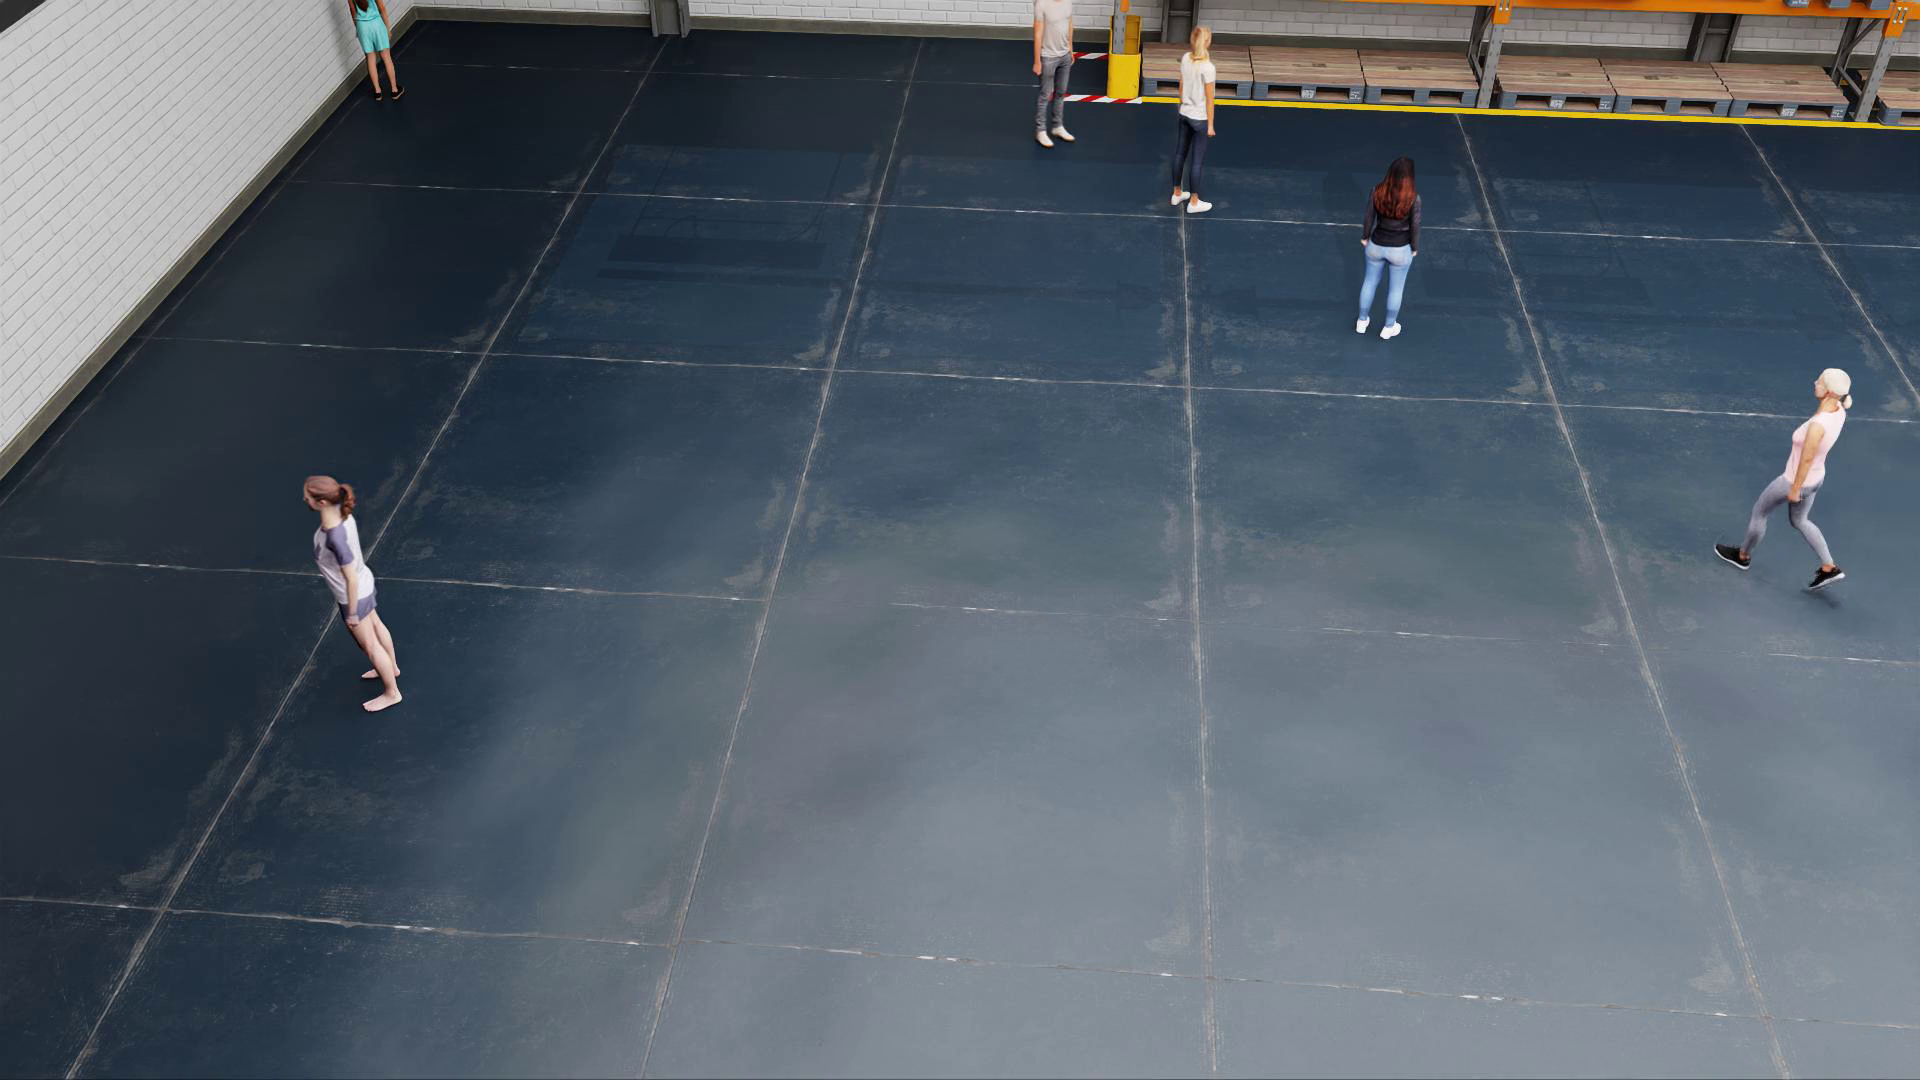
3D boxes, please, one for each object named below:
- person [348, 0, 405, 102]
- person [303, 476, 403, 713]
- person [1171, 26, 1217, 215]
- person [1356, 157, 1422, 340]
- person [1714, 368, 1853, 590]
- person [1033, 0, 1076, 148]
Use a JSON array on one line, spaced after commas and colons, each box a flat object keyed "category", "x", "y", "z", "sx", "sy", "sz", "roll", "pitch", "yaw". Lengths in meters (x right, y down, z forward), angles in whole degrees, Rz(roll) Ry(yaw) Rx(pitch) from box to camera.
[{"category": "person", "x": -6.340, "y": -5.520, "z": 17.913, "sx": 0.534, "sy": 1.558, "sz": 0.649, "roll": -4, "pitch": 39, "yaw": -5}, {"category": "person", "x": -3.806, "y": 0.316, "z": 10.439, "sx": 0.649, "sy": 1.766, "sz": 0.653, "roll": -9, "pitch": 40, "yaw": -11}, {"category": "person", "x": 2.226, "y": -3.999, "z": 15.808, "sx": 0.712, "sy": 1.808, "sz": 0.669, "roll": -24, "pitch": 45, "yaw": -27}, {"category": "person", "x": 3.626, "y": -2.473, "z": 14.038, "sx": 0.645, "sy": 1.634, "sz": 0.774, "roll": 20, "pitch": 43, "yaw": 23}, {"category": "person", "x": 5.835, "y": -0.379, "z": 11.365, "sx": 1.017, "sy": 1.697, "sz": 1.087, "roll": -28, "pitch": 46, "yaw": -31}, {"category": "person", "x": 0.944, "y": -4.956, "z": 16.943, "sx": 0.748, "sy": 1.887, "sz": 0.807, "roll": -28, "pitch": 46, "yaw": -30}]
